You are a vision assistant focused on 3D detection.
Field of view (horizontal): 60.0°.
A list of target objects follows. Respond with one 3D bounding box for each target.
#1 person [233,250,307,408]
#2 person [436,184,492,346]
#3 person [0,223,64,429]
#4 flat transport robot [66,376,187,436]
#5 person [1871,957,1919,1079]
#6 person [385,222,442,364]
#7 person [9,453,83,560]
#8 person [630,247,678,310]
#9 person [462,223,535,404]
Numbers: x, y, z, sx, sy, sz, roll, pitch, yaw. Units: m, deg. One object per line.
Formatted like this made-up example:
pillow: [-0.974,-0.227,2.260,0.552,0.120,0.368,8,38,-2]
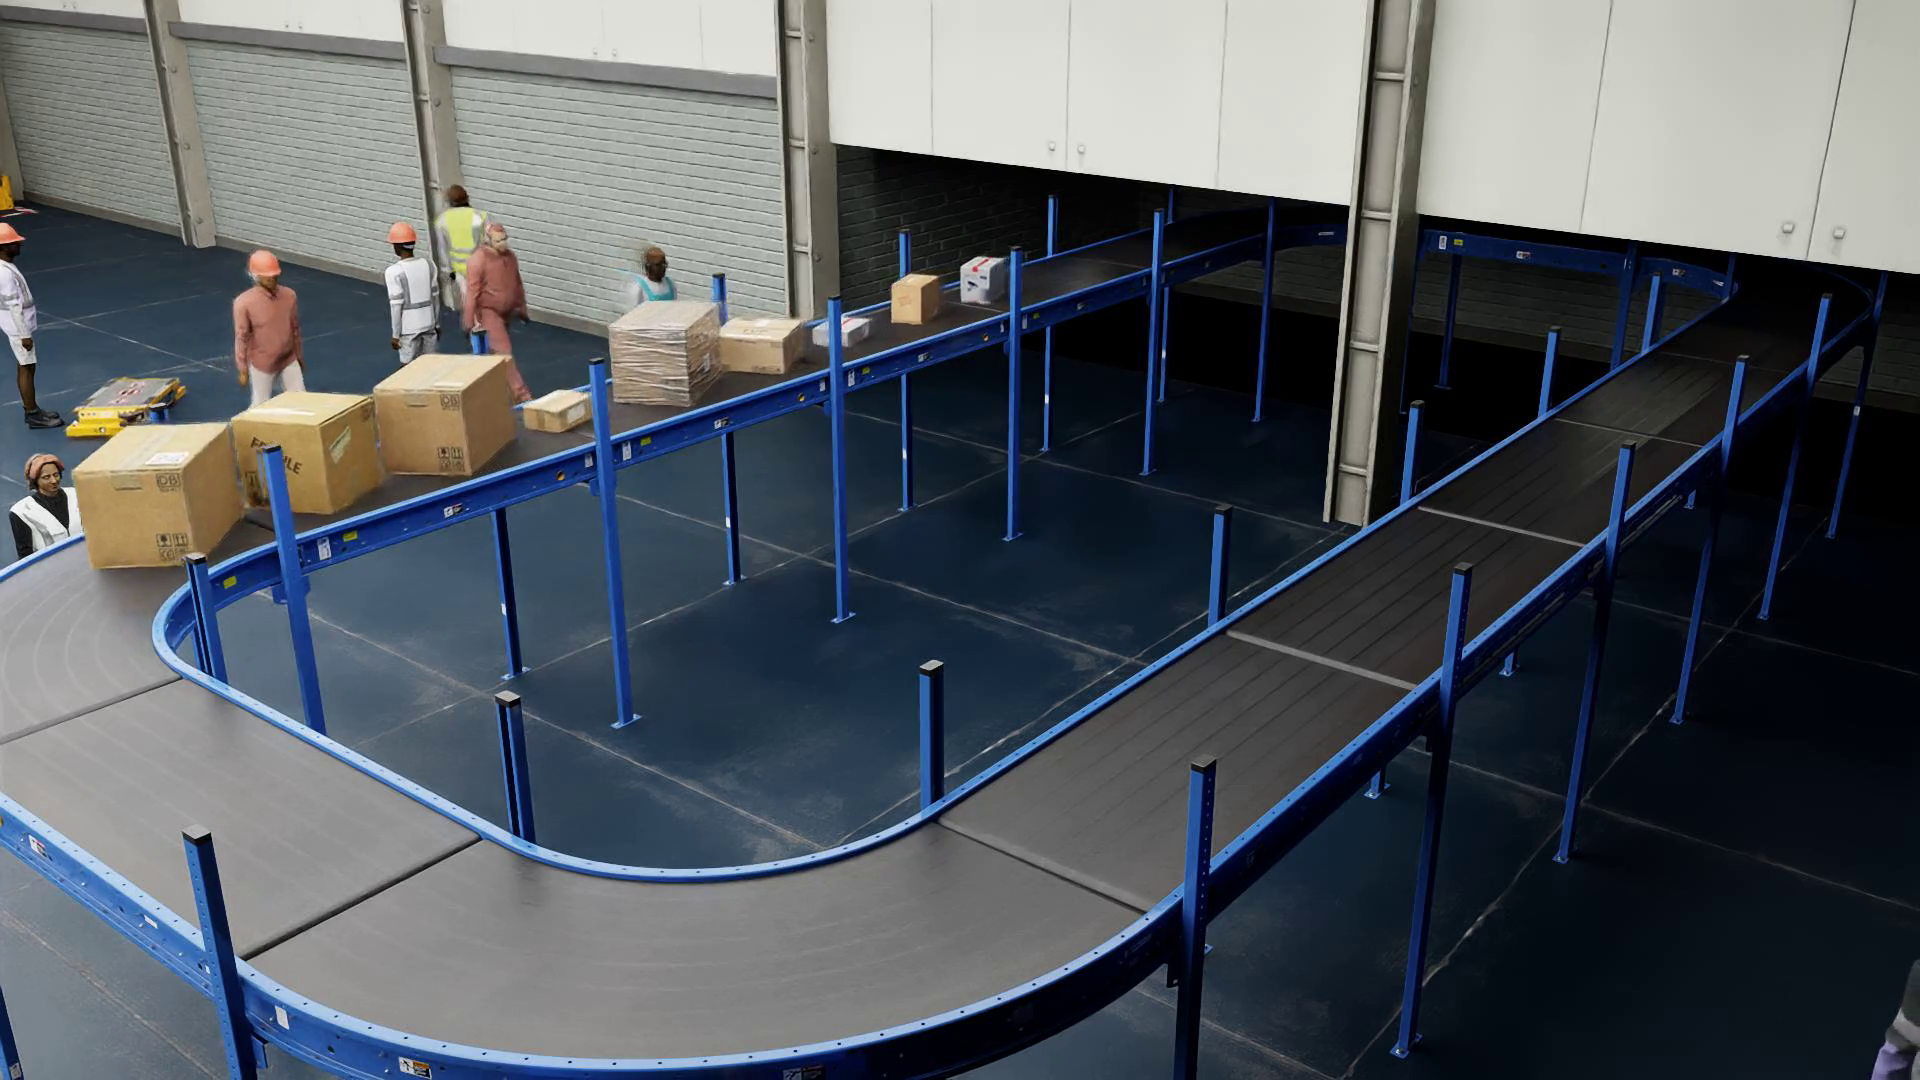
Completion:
person: [-6.041,-1.581,14.528,0.845,1.965,0.646,13,25,30]
person: [-5.380,-3.017,18.366,0.643,1.827,0.437,3,22,7]
person: [-8.825,-2.009,15.646,0.347,1.943,0.545,-13,25,-30]
flat transport robot: [-8.077,-1.320,16.140,0.652,0.197,1.431,-3,22,-6]
person: [3.284,1.985,5.400,0.791,2.018,0.613,-8,23,-20]
person: [-5.152,-2.025,15.695,0.368,1.933,0.553,14,26,32]
person: [-5.553,0.246,10.324,0.307,1.641,0.513,12,24,27]
person: [-2.794,-1.828,15.387,0.957,1.801,0.525,15,26,34]
person: [-4.524,-2.210,16.312,1.029,1.840,0.716,9,23,21]
